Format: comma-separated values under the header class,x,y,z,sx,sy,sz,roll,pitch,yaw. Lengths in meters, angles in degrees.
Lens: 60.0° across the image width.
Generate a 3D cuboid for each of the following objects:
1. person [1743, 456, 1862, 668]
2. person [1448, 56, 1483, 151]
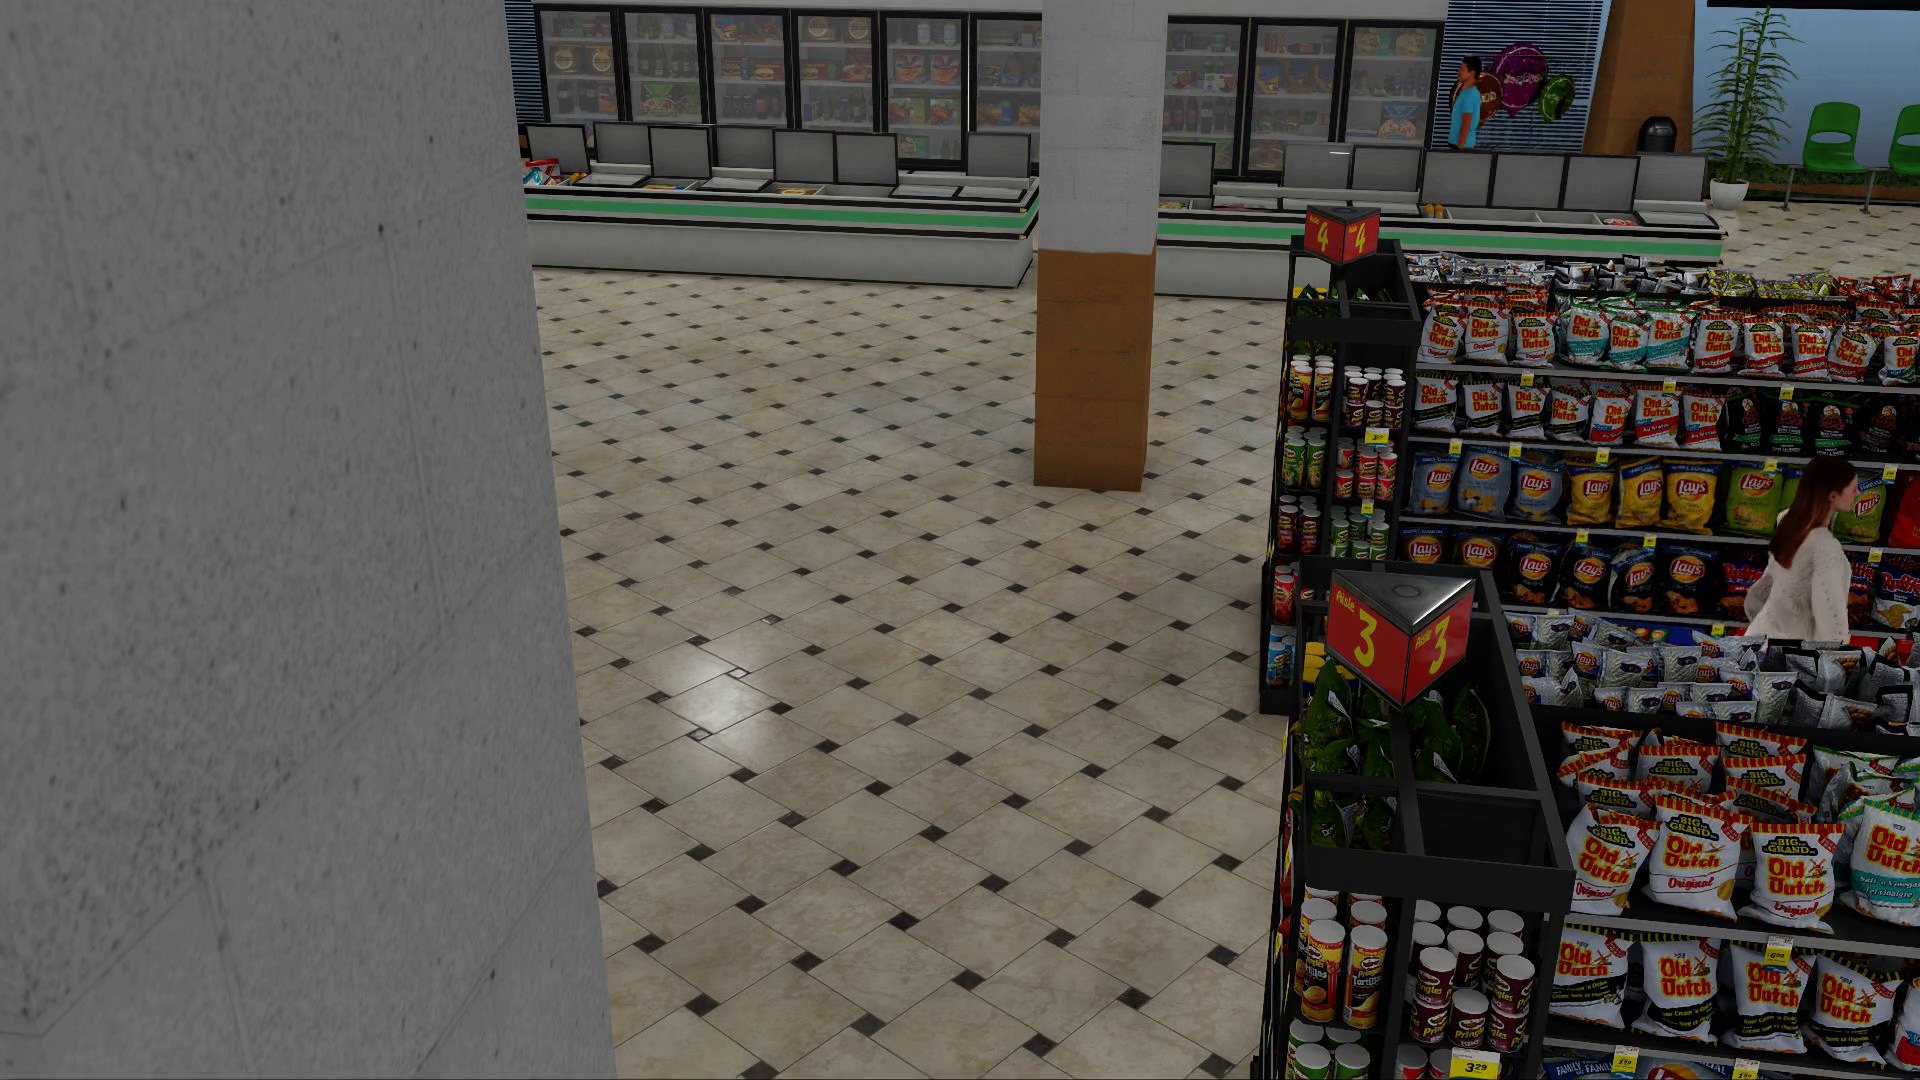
class,x,y,z,sx,sy,sz,roll,pitch,yaw
person,3.327,0.453,6.899,0.854,1.667,0.624,5,24,12
person,5.223,-4.047,17.063,0.911,1.763,0.657,5,24,12
